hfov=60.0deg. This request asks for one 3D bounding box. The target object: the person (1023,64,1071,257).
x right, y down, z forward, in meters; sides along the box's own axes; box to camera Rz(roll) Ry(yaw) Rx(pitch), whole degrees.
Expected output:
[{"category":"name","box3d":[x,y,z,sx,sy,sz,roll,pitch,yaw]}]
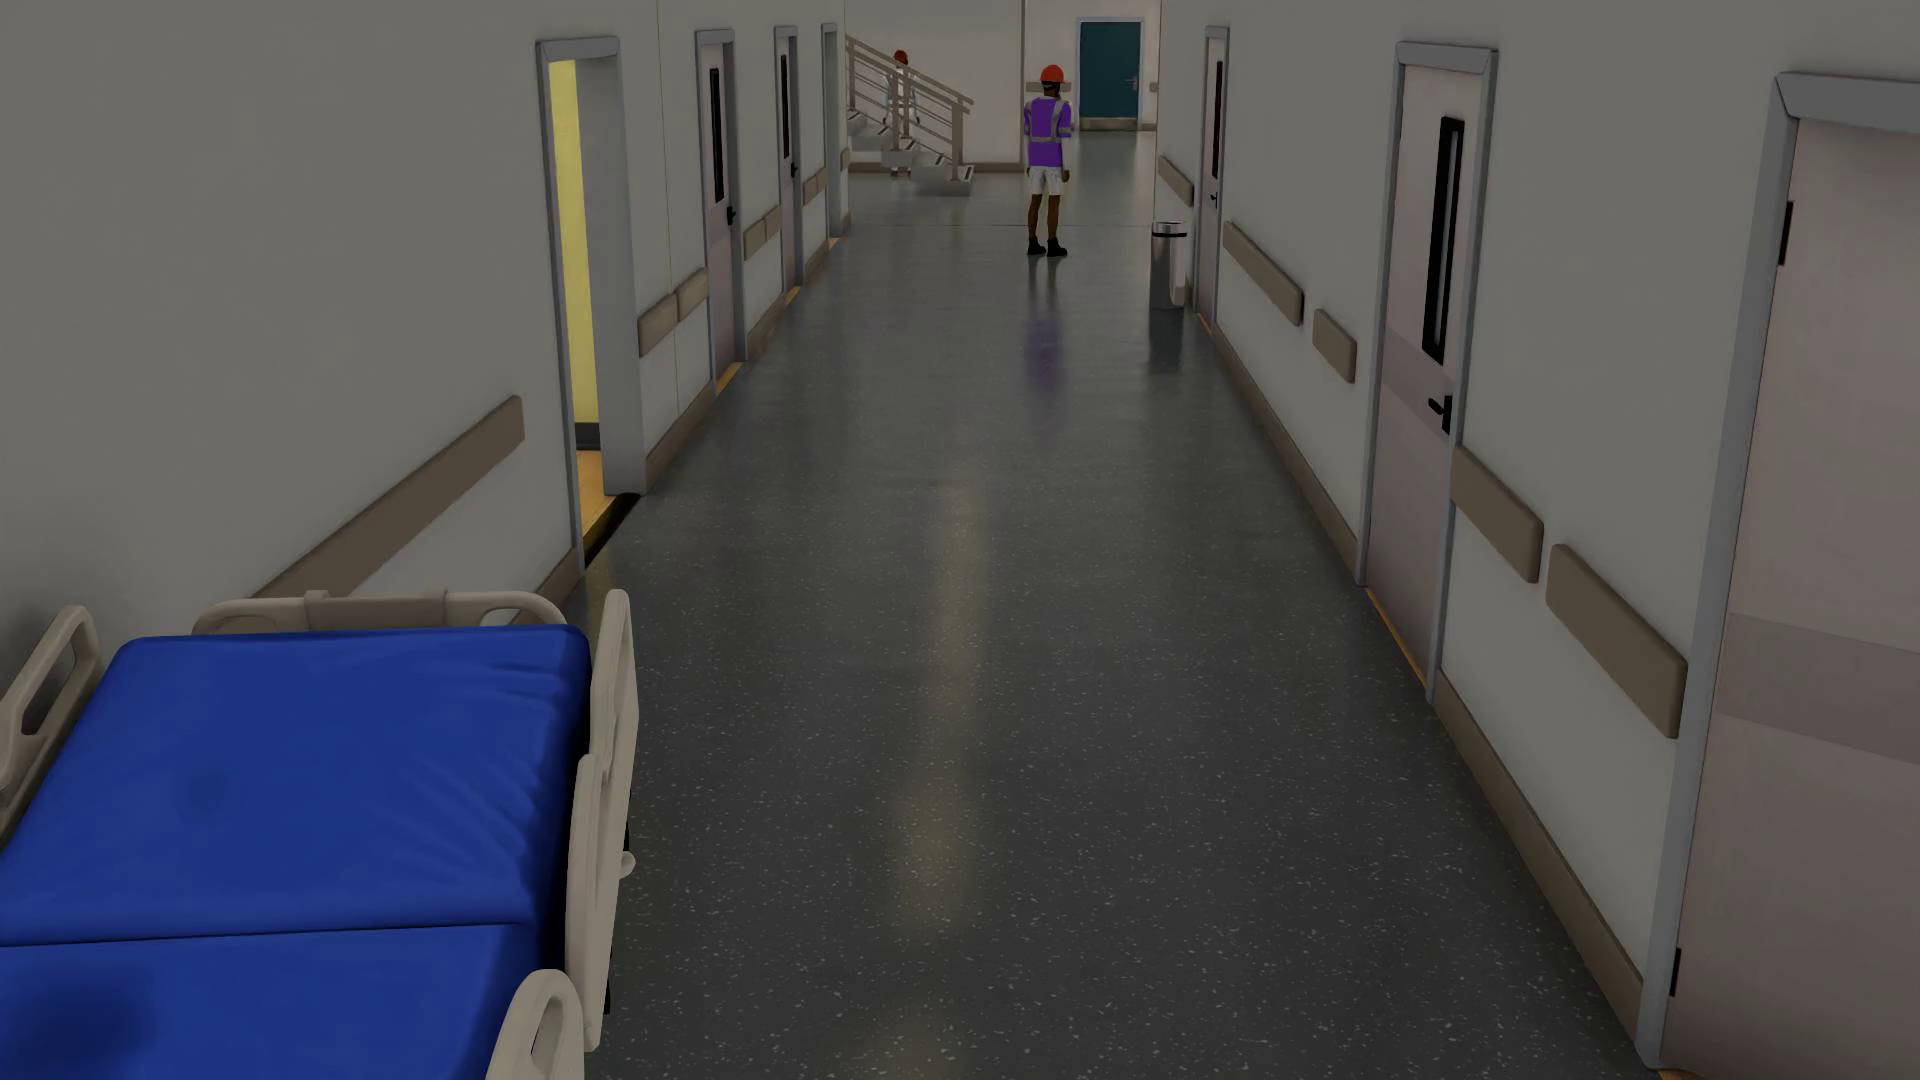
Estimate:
[{"category":"person","box3d":[0.914,-3.897,17.130,0.547,1.929,0.394,12,21,32]}]

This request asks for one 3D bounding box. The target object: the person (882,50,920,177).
[{"category":"person","box3d":[-0.895,-6.495,25.358,0.585,1.882,0.337,0,18,0]}]
